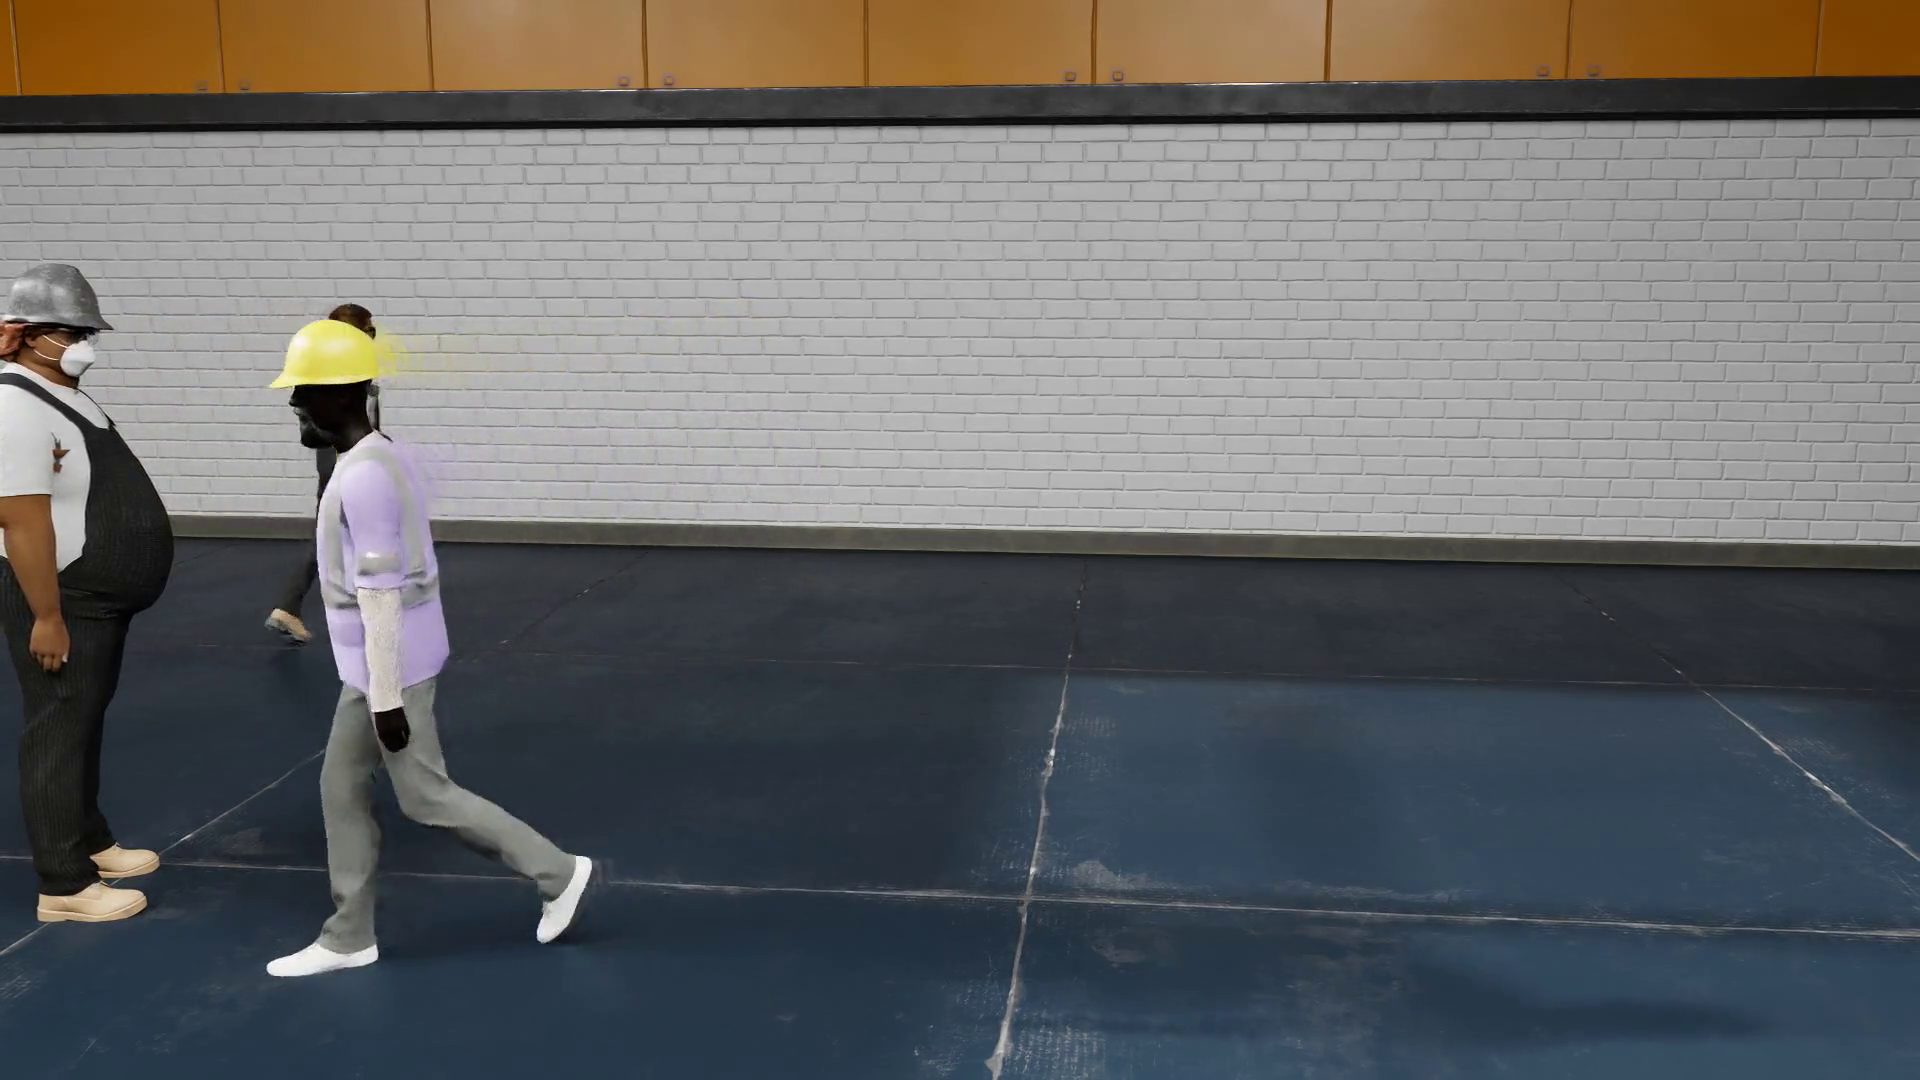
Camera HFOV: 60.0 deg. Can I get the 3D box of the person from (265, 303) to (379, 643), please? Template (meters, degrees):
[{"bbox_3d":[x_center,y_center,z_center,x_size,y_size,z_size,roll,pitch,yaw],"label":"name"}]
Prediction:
[{"bbox_3d":[-3.304,-0.359,8.881,0.508,1.805,0.964,5,11,28],"label":"person"}]

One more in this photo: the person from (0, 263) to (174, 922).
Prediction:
[{"bbox_3d":[-2.761,0.153,5.236,0.536,2.000,0.688,-3,10,-18],"label":"person"}]

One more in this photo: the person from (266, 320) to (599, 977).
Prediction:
[{"bbox_3d":[-1.533,0.320,4.735,0.869,1.895,0.594,-3,10,-19],"label":"person"}]
